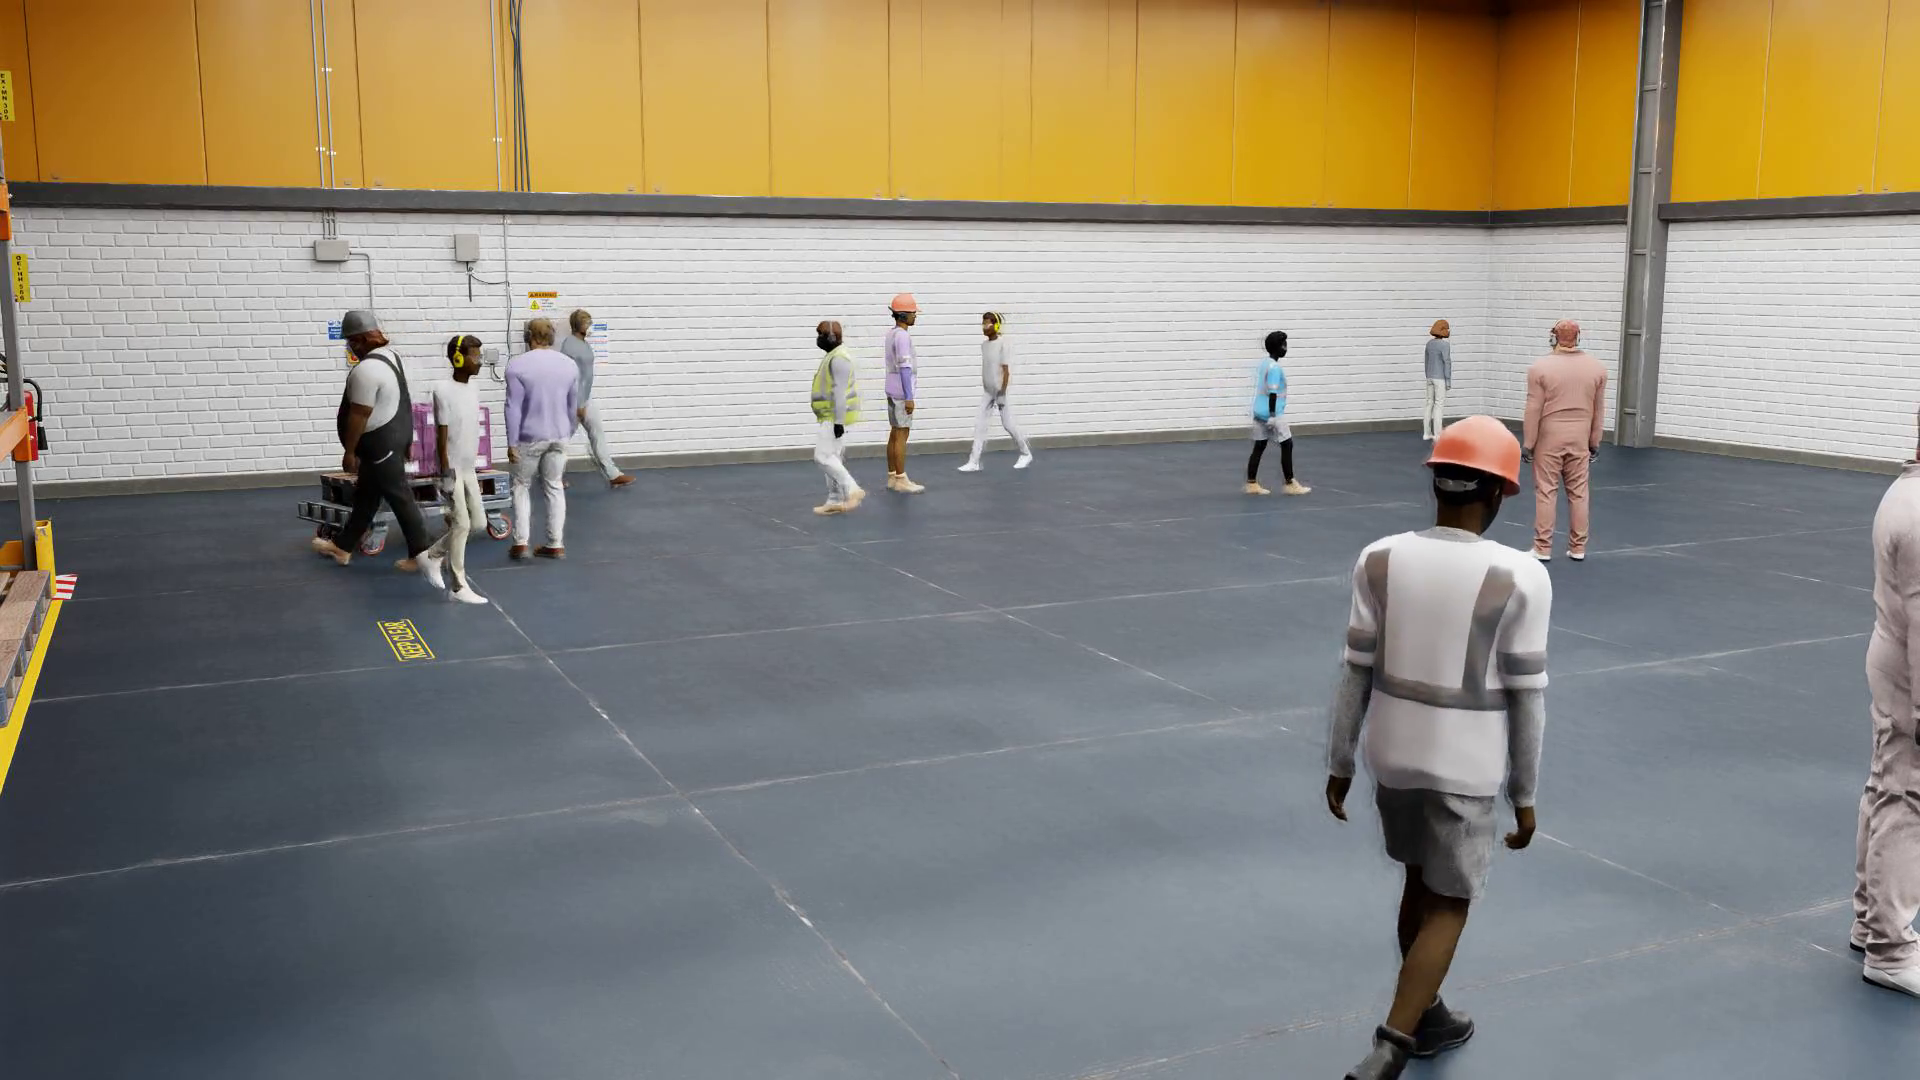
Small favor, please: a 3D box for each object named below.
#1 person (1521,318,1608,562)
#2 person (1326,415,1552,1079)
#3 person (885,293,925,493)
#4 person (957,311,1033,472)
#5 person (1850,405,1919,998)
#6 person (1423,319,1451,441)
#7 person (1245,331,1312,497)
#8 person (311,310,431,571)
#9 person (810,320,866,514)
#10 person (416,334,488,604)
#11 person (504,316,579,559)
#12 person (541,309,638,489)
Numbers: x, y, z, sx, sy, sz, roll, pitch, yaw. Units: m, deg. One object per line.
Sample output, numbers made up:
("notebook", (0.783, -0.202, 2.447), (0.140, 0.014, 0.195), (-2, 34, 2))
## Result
("person", (4.696, -0.776, 13.020), (0.652, 1.904, 0.403), (-1, 9, -6))
("person", (1.246, 0.614, 4.476), (0.568, 1.891, 0.872), (8, 12, 41))
("person", (-0.580, -1.507, 17.120), (0.378, 2.045, 0.605), (-3, 10, -16))
("person", (0.438, -1.703, 19.042), (0.991, 1.827, 0.533), (-7, 11, -37))
("person", (3.083, 0.473, 5.263), (0.406, 1.911, 0.636), (4, 10, 24))
("person", (6.412, -2.135, 22.290), (0.280, 1.633, 0.500), (-3, 10, -20))
("person", (3.241, -1.260, 16.759), (0.739, 1.670, 0.538), (-1, 9, -5))
("person", (-4.474, -0.766, 12.539), (1.038, 2.000, 0.696), (0, 9, 0))
("person", (-1.177, -1.125, 15.428), (0.443, 1.824, 0.647), (-2, 9, -10))
("person", (-3.494, -0.480, 11.399), (0.535, 1.845, 0.498), (3, 10, 18))
("person", (-3.311, -0.793, 13.060), (0.655, 1.921, 0.515), (-8, 12, -41))
("person", (-3.931, -1.448, 17.262), (1.041, 1.883, 0.648), (1, 9, 7))
